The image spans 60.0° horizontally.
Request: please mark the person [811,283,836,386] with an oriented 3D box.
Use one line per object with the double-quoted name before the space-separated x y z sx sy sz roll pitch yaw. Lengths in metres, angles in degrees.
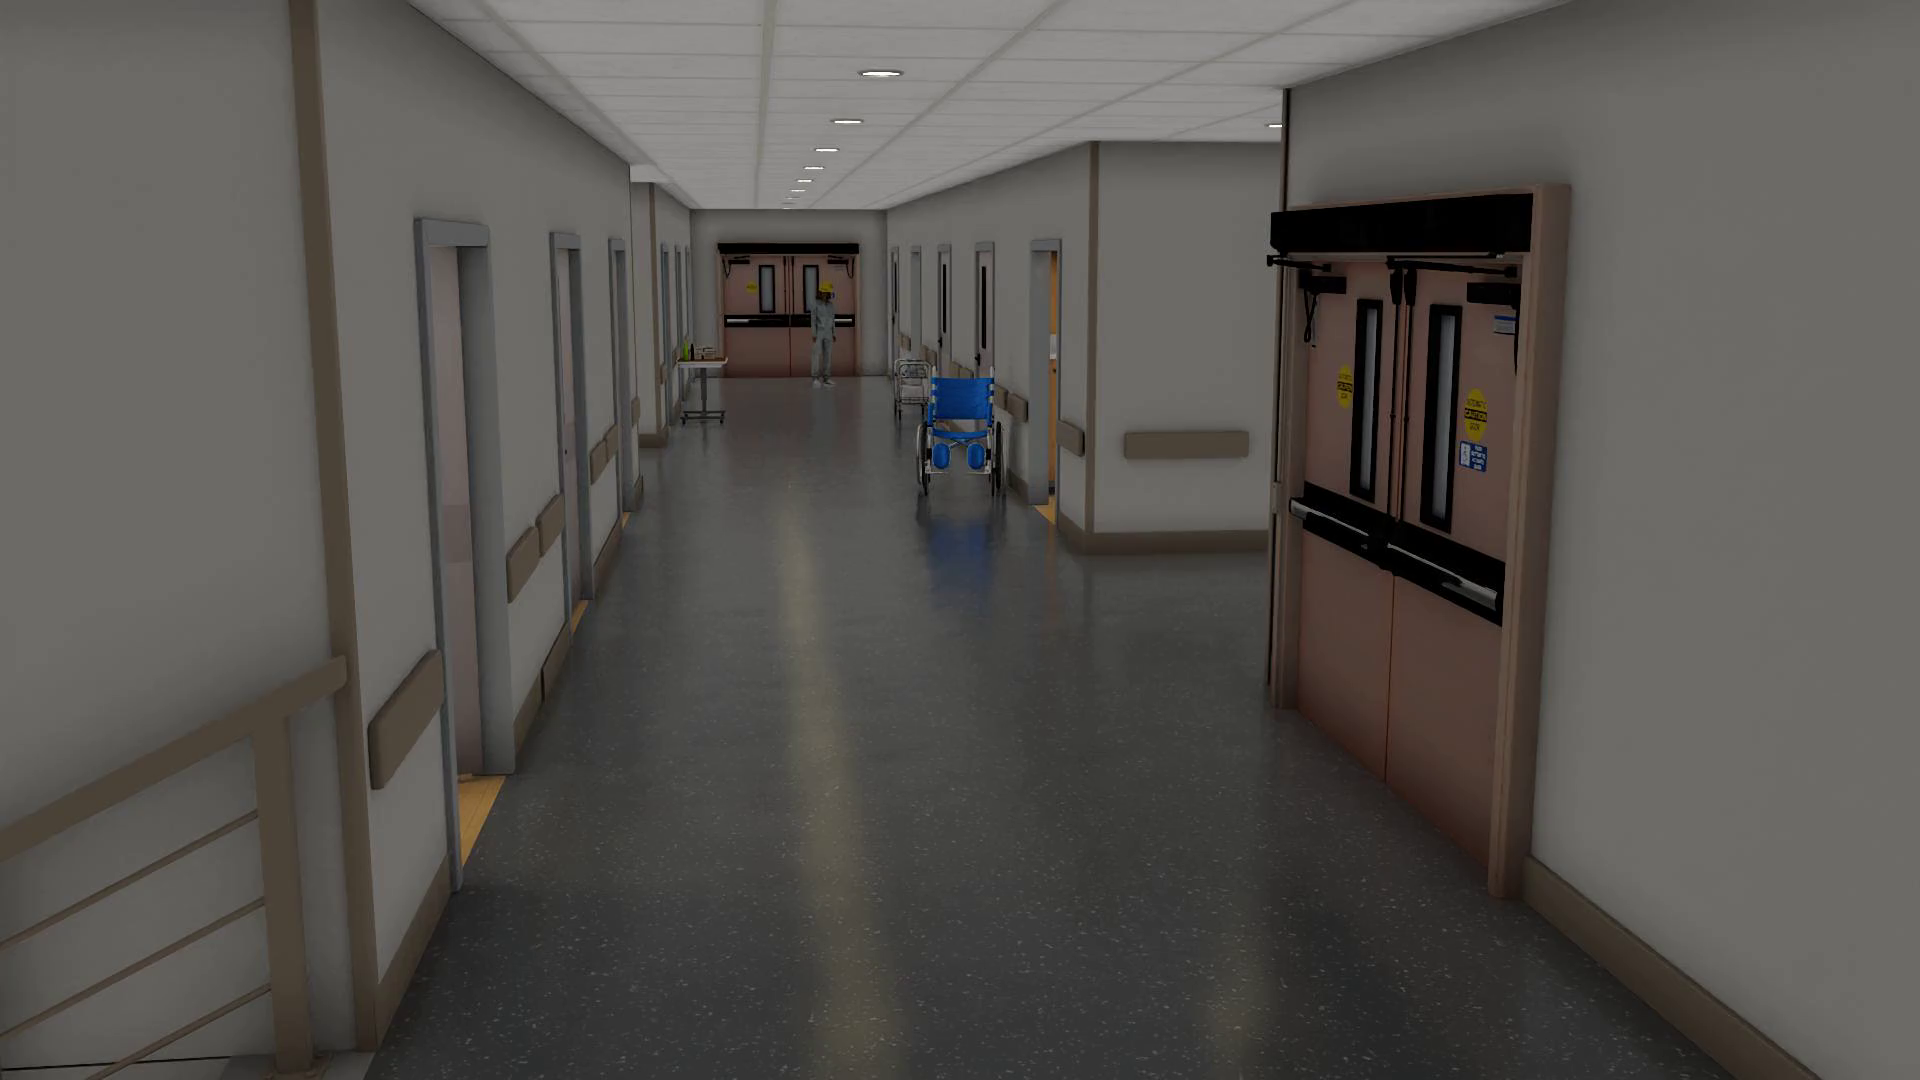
"person" -2.301 -3.486 28.203 0.487 1.741 0.313 -8 13 -39
